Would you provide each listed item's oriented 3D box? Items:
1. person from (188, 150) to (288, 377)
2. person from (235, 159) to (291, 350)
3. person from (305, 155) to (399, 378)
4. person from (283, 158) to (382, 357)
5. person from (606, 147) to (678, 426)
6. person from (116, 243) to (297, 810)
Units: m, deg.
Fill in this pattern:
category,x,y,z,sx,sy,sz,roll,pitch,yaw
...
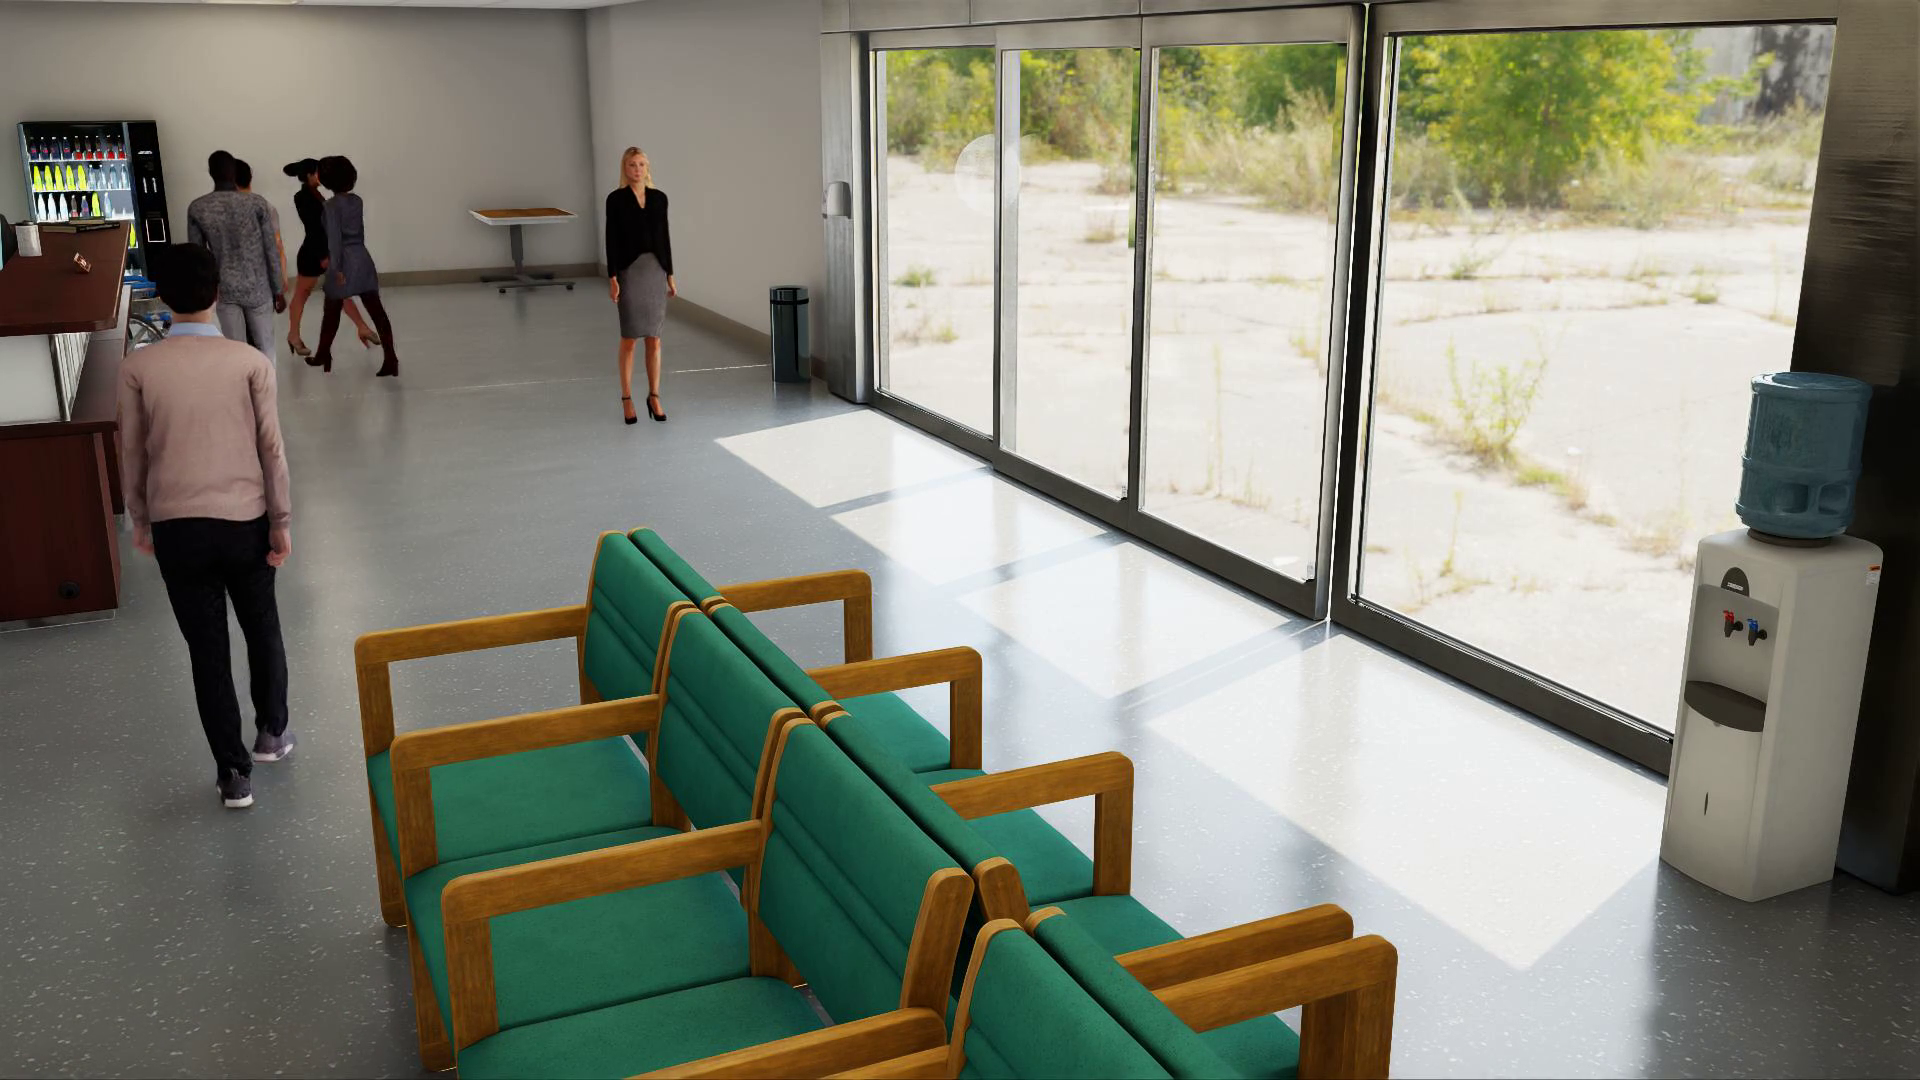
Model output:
category,x,y,z,sx,sy,sz,roll,pitch,yaw
person,-4.648,-1.568,10.728,0.624,1.826,0.796,-6,17,-19
person,-5.217,-1.921,12.255,0.923,1.675,0.717,-7,17,-22
person,-4.565,-2.040,12.679,1.093,1.673,1.072,7,17,23
person,-5.381,-2.287,13.689,1.098,1.602,0.868,1,16,2
person,-2.137,-1.692,11.138,0.511,1.842,0.696,-9,18,-30
person,-2.380,-0.013,5.275,0.668,1.790,0.689,-7,17,-25
